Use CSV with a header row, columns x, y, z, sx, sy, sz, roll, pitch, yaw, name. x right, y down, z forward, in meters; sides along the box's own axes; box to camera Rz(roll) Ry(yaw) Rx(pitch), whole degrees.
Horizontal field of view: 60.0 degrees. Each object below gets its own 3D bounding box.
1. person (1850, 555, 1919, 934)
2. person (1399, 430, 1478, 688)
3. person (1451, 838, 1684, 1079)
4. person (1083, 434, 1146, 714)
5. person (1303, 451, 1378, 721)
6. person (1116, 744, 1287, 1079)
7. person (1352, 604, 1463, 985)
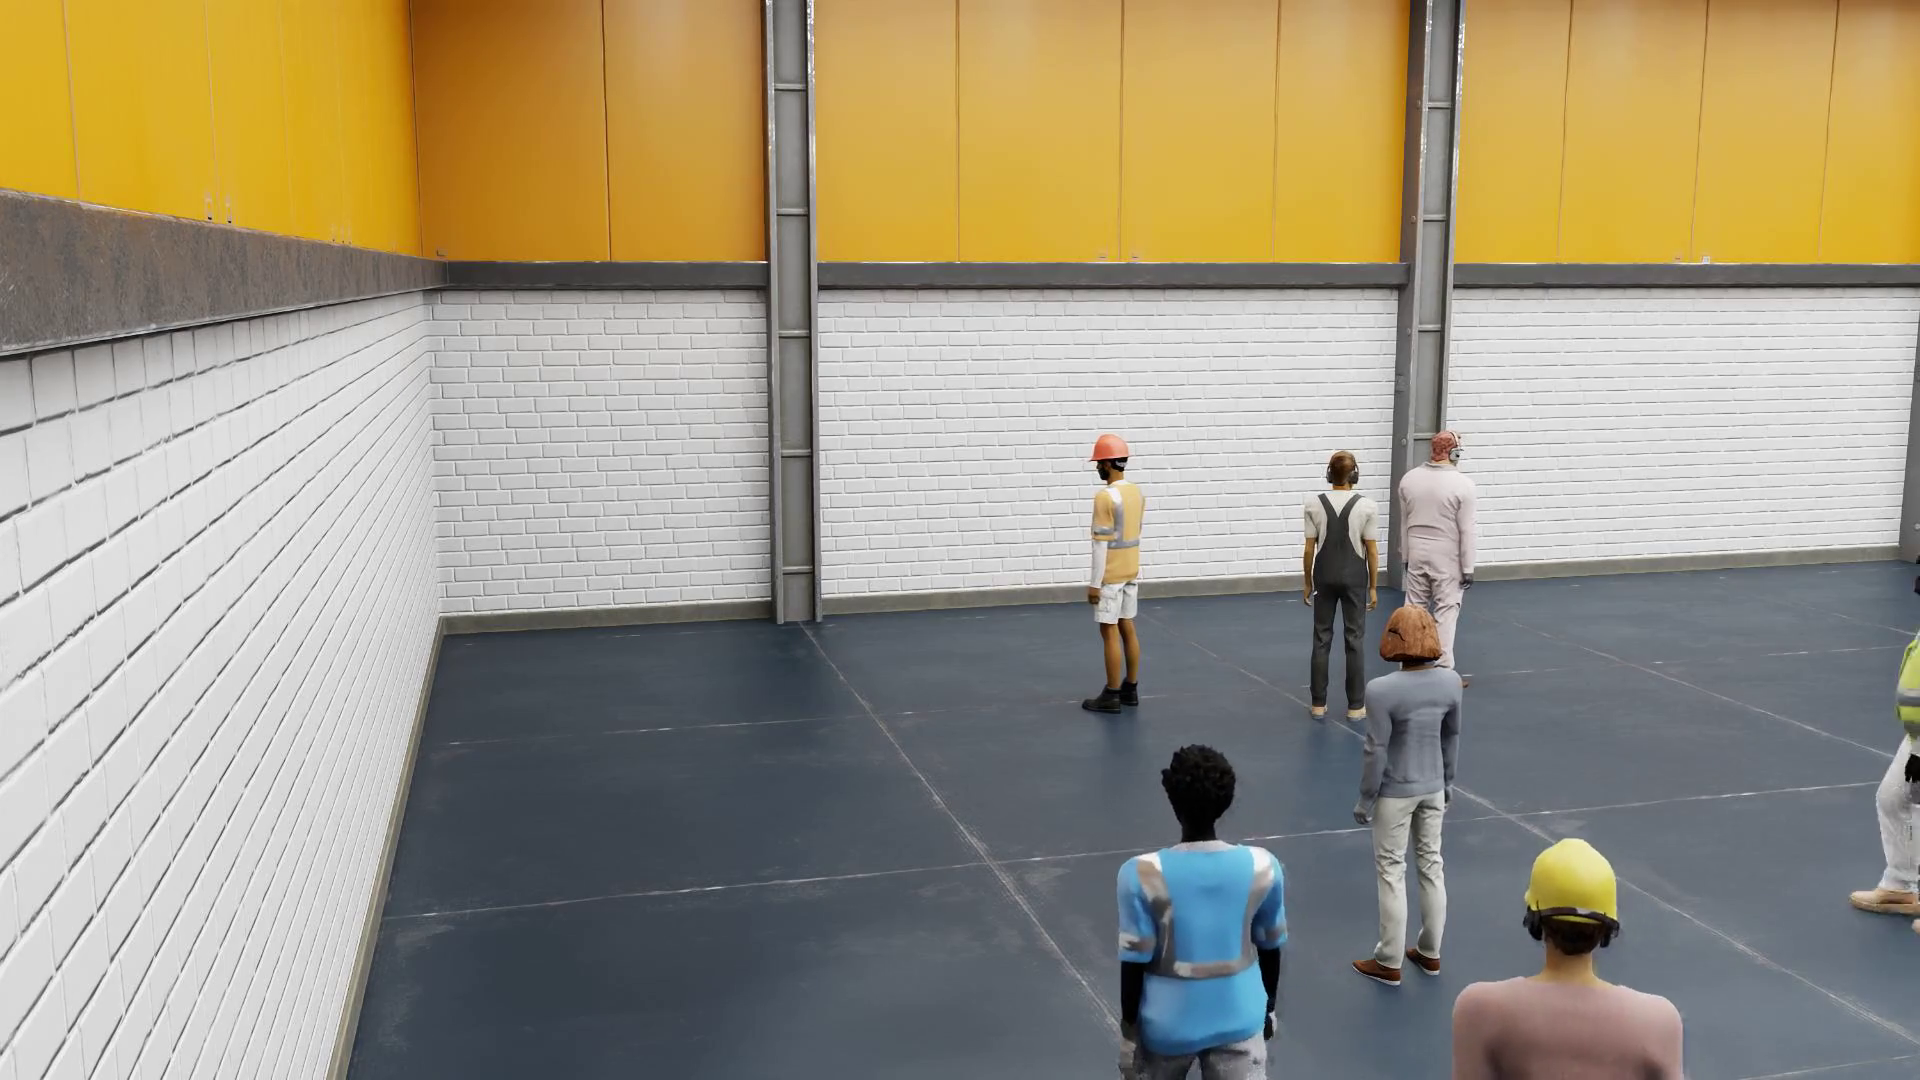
x,y,z,sx,sy,sz,roll,pitch,yaw,name
4.417,0.917,7.600,0.680,1.820,0.649,3,10,21,person
3.511,0.146,12.161,0.403,1.901,0.637,-8,12,-40,person
1.420,1.555,3.934,0.543,1.713,0.921,2,9,12,person
1.051,0.230,11.542,0.382,1.929,0.539,6,11,34,person
2.579,0.314,11.292,0.504,1.839,0.344,4,10,22,person
0.721,1.426,4.929,0.543,1.654,0.880,-2,9,-10,person
1.911,1.085,7.117,0.507,1.632,0.274,-4,10,-25,person
